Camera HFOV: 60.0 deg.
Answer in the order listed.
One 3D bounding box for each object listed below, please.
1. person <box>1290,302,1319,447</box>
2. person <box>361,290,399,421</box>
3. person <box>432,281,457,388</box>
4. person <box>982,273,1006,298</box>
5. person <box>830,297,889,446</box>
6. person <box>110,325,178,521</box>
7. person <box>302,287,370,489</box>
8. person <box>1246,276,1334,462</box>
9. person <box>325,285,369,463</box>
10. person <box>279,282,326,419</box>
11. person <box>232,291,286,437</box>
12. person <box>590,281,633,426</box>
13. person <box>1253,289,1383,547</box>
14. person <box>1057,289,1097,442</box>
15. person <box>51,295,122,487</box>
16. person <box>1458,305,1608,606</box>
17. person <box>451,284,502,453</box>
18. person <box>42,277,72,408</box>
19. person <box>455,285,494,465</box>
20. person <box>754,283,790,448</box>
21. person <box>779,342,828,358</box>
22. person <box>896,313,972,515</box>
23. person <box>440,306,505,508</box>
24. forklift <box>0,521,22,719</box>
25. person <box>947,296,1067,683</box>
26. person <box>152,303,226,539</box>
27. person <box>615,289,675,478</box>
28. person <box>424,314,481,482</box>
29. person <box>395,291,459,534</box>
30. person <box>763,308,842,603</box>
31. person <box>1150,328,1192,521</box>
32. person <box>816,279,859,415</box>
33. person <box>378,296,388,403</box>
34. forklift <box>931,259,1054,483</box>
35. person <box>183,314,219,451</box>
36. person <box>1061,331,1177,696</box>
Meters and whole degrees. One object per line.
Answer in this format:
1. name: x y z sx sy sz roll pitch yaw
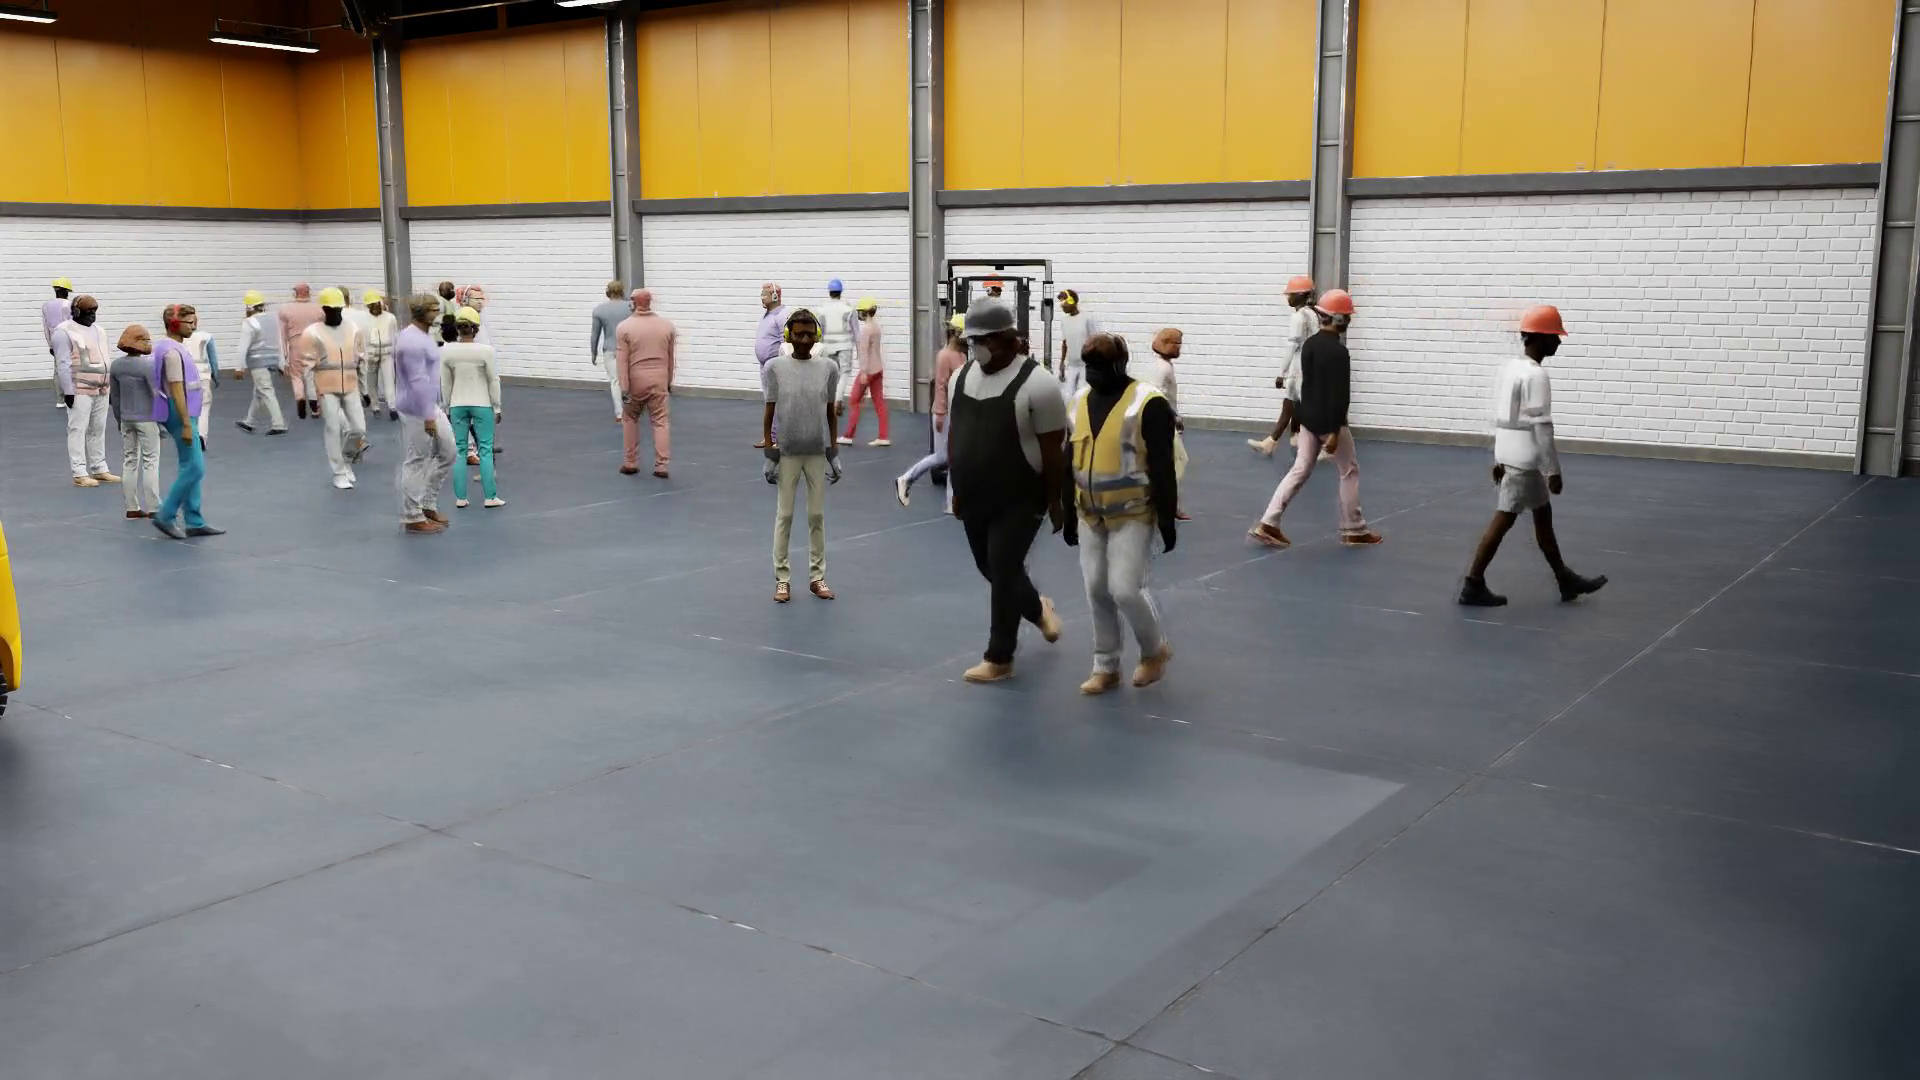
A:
1. person: 4.016 -1.929 19.400 0.322 1.689 0.530 3 10 16
2. person: -7.887 -2.502 22.579 0.595 1.763 0.993 -5 11 -27
3. person: -8.193 -3.212 26.617 0.449 1.829 0.657 -1 10 -4
4. person: 0.425 -2.506 21.927 0.380 1.995 0.611 4 10 23
5. person: -1.171 -1.950 19.372 0.742 1.742 0.557 3 10 20
6. person: -6.819 -0.971 13.855 0.508 1.632 0.271 3 10 19
7. person: -5.891 -1.434 15.769 0.618 1.913 0.412 -8 13 -41
8. person: 3.623 -1.847 18.008 1.043 1.986 0.660 4 10 24
9. person: -6.532 -1.770 17.798 0.455 1.907 0.636 4 10 23
10. person: -8.893 -2.562 22.602 0.652 1.887 0.736 -4 10 -22
11. person: -8.692 -2.161 20.480 0.927 1.782 0.621 3 10 15
12. person: -4.574 -2.482 22.101 0.659 1.882 1.023 -3 10 -19
13. person: 2.707 -0.900 12.481 0.996 1.958 0.605 -4 10 -20
14. person: 1.482 -2.033 19.623 0.702 1.831 0.376 7 12 37
15. person: -8.392 -1.435 16.022 0.430 1.838 0.619 2 10 13
16. person: 3.597 -0.508 10.355 0.983 1.882 0.573 1 10 4
17. person: -5.483 -1.872 18.429 0.510 1.905 0.783 5 11 28
18. person: -13.120 -2.881 24.387 0.585 1.918 0.382 2 10 13
19. person: -5.167 -1.752 17.703 0.402 1.904 0.651 -1 10 -5
20. person: -2.146 -1.978 19.043 0.409 1.907 0.651 -5 11 -29
21. person: -1.526 -1.376 16.244 0.515 1.641 0.314 2 10 11
22. person: -0.165 -1.069 14.198 0.654 1.719 0.554 4 10 24
23. person: -4.268 -1.153 14.555 0.523 1.766 0.315 0 10 3
24. forklift: -5.296 -0.090 6.943 1.214 2.155 2.313 7 12 35
25. person: 0.280 -0.322 8.781 0.705 2.000 0.876 8 13 41
26. person: -6.054 -0.912 12.921 0.511 1.834 0.576 -4 11 -25
27. person: -3.183 -1.569 16.705 0.659 1.879 0.822 -6 11 -30
28. person: -4.936 -1.385 16.280 0.934 1.641 0.531 6 11 33
29. person: -4.225 -0.991 13.133 0.473 1.924 0.648 -1 10 -5
30. person: -1.005 -0.533 10.581 0.509 1.861 0.328 -3 10 -18
31. person: 1.746 -0.953 13.830 0.575 1.610 0.499 0 10 0
32. person: -1.719 -2.715 23.405 0.617 1.918 0.902 3 10 17
33. person: -8.835 -2.913 25.421 0.283 1.633 0.499 -5 11 -25
34. forklift: 0.370 -1.738 16.759 1.214 2.155 2.313 1 10 3
35. person: -8.778 -1.829 19.035 0.517 1.609 0.751 -3 10 -16
36. person: 0.774 -0.115 8.218 0.680 1.824 0.444 9 13 42
